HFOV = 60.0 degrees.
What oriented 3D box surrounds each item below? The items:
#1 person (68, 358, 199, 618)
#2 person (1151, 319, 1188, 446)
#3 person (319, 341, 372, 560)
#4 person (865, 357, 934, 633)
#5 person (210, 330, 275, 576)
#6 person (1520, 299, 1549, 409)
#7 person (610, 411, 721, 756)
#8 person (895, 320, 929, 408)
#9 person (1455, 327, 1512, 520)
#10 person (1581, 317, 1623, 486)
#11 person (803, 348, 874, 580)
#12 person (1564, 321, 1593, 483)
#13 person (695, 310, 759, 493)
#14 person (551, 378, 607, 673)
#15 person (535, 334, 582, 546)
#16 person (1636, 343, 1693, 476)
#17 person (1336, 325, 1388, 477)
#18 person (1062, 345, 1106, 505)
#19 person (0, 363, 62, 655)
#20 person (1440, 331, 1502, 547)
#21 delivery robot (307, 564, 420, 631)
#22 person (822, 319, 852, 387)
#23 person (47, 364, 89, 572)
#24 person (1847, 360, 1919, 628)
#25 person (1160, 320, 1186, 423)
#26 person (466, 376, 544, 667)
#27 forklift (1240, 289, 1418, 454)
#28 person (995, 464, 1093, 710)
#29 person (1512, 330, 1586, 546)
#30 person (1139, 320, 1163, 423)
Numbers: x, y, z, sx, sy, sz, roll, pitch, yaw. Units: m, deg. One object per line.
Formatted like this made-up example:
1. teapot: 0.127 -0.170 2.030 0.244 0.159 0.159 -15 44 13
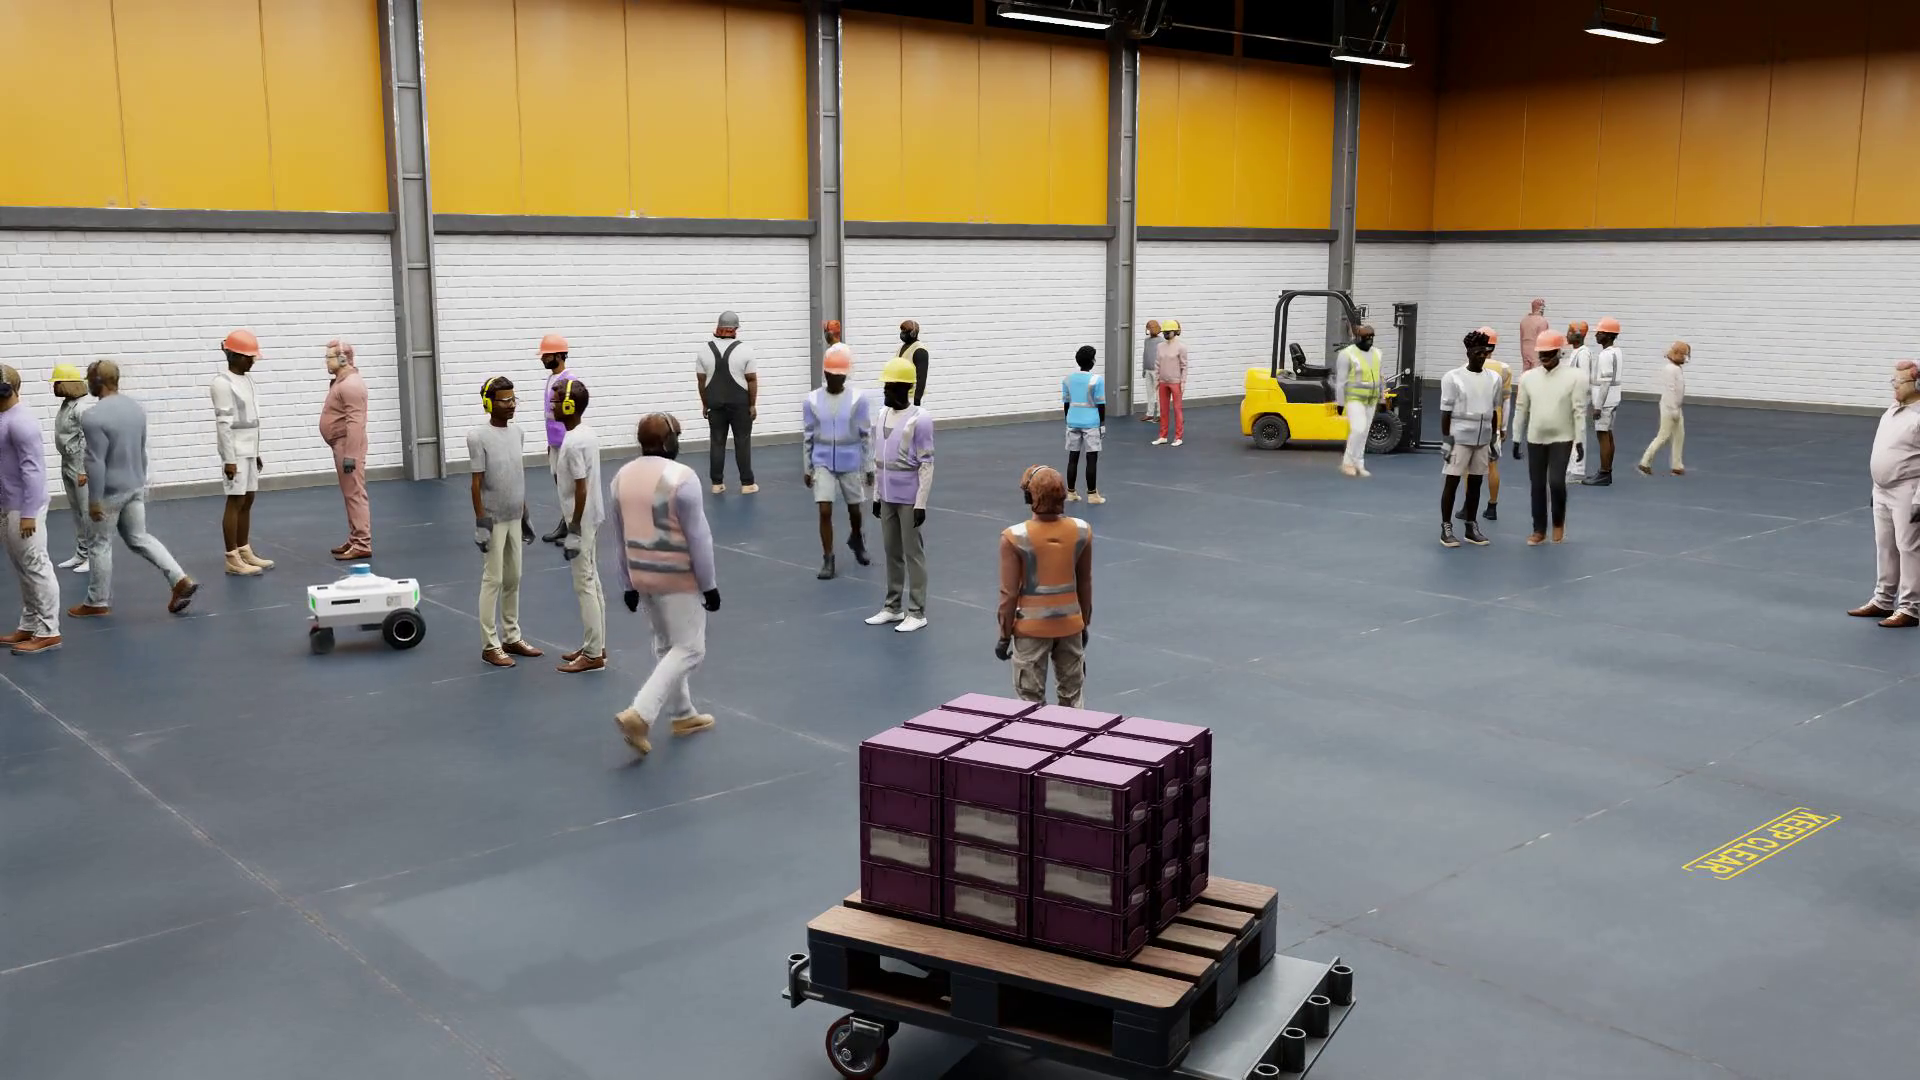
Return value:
1. person: -6.079 -0.367 12.077 0.887 1.913 0.644 1 10 9
2. person: 2.924 -2.185 23.135 0.526 1.768 0.331 9 13 43
3. person: -5.364 -0.783 14.520 0.409 1.905 0.651 -4 11 -24
4. person: -0.423 -0.320 11.737 0.363 1.930 0.587 -8 13 -40
5. person: -5.932 -0.723 13.800 0.405 2.030 0.611 0 10 -2
6. person: 9.884 -3.177 28.538 0.409 1.906 0.649 -3 10 -19
7. person: -1.588 0.224 8.872 0.642 1.821 0.772 9 13 41
8. person: -0.635 -1.815 20.741 0.429 1.846 0.626 -5 11 -28
9. person: 5.202 -1.157 16.616 0.553 1.935 0.361 -1 10 -7
10. person: 7.406 -1.589 19.136 0.348 1.942 0.543 6 11 32
11. person: -0.996 -0.649 13.759 0.576 1.905 0.772 0 10 2
12. person: 7.188 -1.608 19.412 0.339 1.882 0.584 2 10 12
13. person: -2.564 -1.538 18.546 0.683 2.000 0.536 2 10 11
14. person: -2.430 -0.090 10.561 0.331 1.874 0.519 -1 10 -3
15. person: -3.650 -0.908 15.160 0.375 1.935 0.551 -7 12 -35
16. person: 8.502 -1.563 19.988 0.654 1.614 0.500 8 12 38
17. person: 4.790 -1.647 19.812 0.648 1.828 0.462 -6 11 -30
18. person: 1.327 -1.215 17.661 0.538 1.696 0.317 7 12 37
19. person: -6.254 -0.209 11.061 0.371 1.939 0.629 -9 13 -41
20. person: 4.646 -0.920 15.143 0.608 1.966 0.374 -3 10 -15
21. delivery robot: -4.028 0.406 11.232 0.707 0.478 0.477 -4 11 -22
22. person: -1.484 -1.690 19.897 0.355 1.883 0.573 3 10 17
23. person: -7.426 -0.606 13.955 0.487 1.744 0.294 9 13 42
24. person: 6.715 -0.332 11.886 0.410 1.906 0.642 0 10 -2
25. person: 3.352 -2.653 26.261 0.501 1.633 0.279 6 11 32
26. person: -2.949 -0.126 10.775 0.324 1.871 0.526 4 10 22
27. forklift: 5.034 -2.339 22.783 2.313 2.155 1.214 3 10 16
28. person: 0.414 0.454 8.047 0.512 1.642 0.312 -5 11 -25
29. person: 5.319 -0.914 15.070 0.650 1.973 0.460 7 12 37
30. person: 3.071 -2.683 26.442 0.271 1.631 0.507 -6 11 -31
